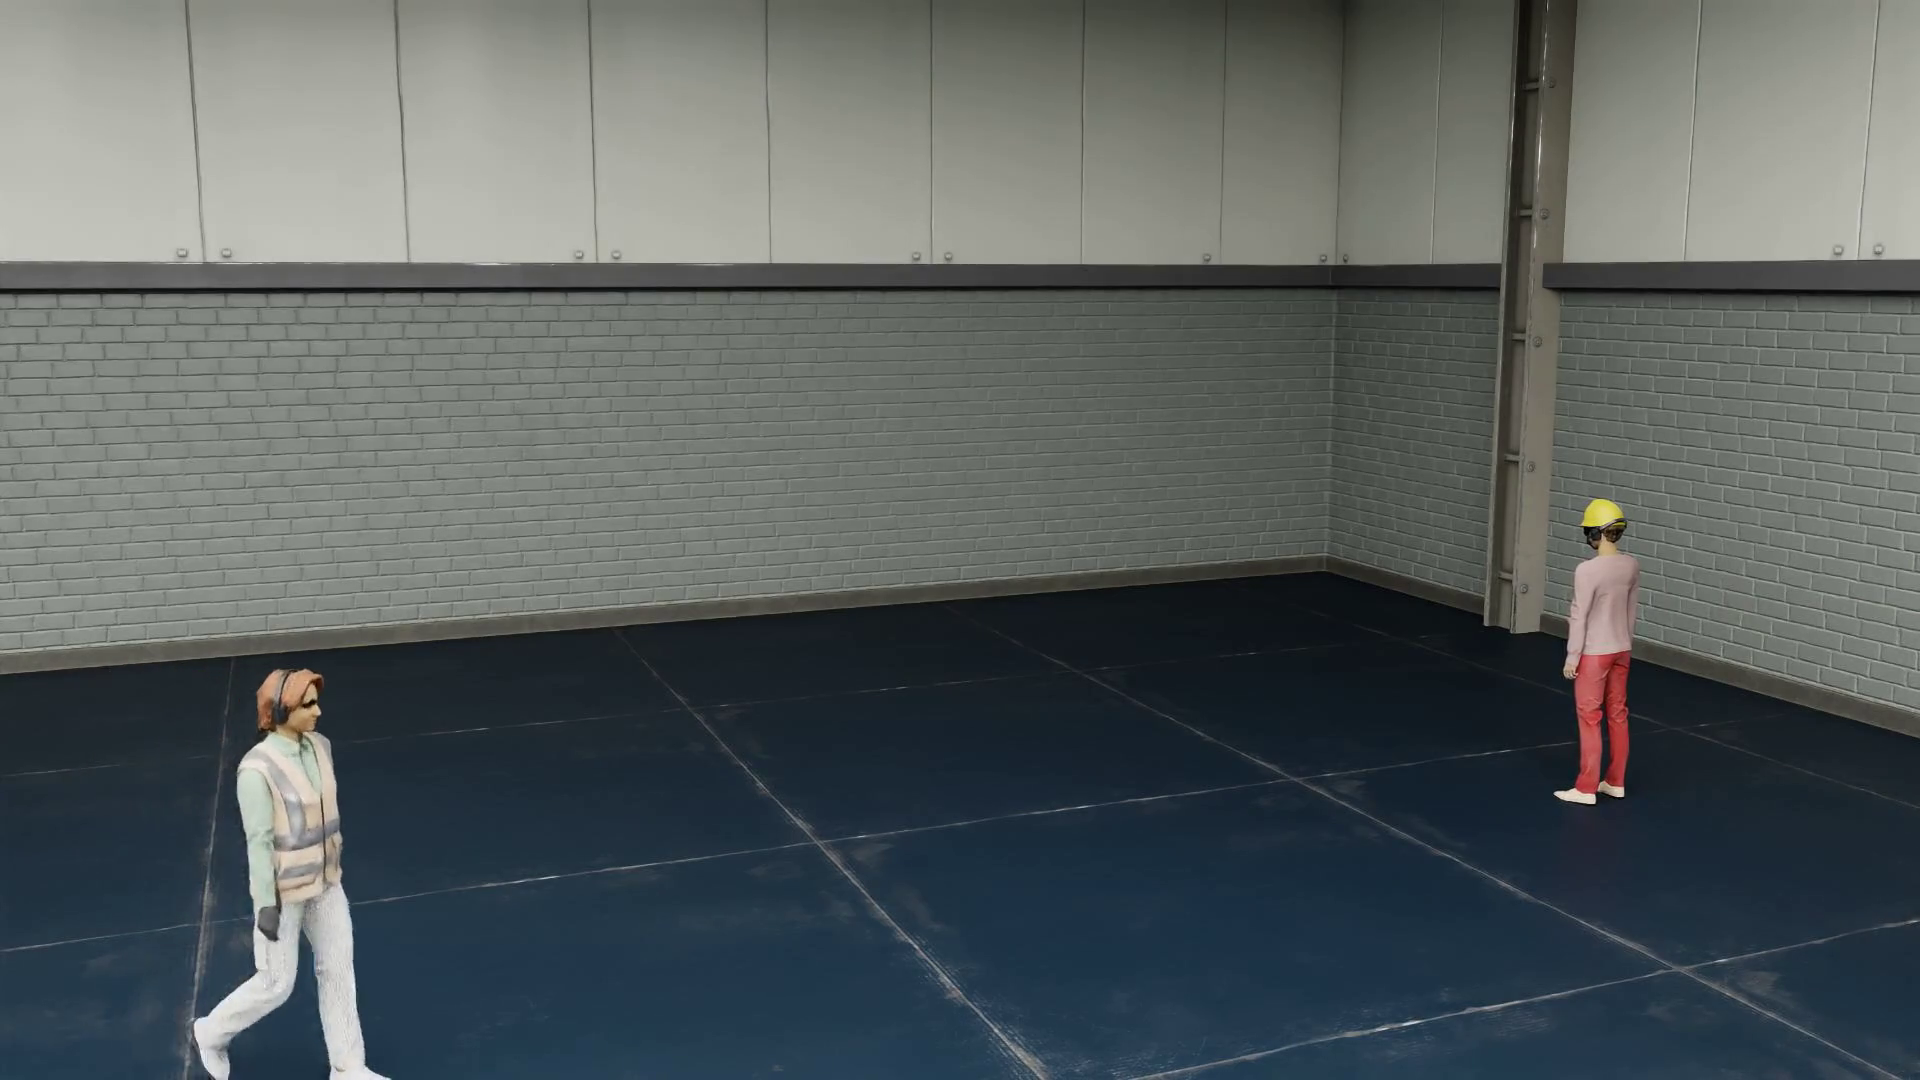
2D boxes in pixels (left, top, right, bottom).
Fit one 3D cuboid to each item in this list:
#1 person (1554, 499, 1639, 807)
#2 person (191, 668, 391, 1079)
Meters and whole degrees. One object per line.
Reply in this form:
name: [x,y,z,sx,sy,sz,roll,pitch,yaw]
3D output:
person: [3.661,0.644,9.563,0.526,1.760,0.335,-6,11,-32]
person: [-2.481,1.260,6.100,0.685,1.616,0.523,2,9,13]
